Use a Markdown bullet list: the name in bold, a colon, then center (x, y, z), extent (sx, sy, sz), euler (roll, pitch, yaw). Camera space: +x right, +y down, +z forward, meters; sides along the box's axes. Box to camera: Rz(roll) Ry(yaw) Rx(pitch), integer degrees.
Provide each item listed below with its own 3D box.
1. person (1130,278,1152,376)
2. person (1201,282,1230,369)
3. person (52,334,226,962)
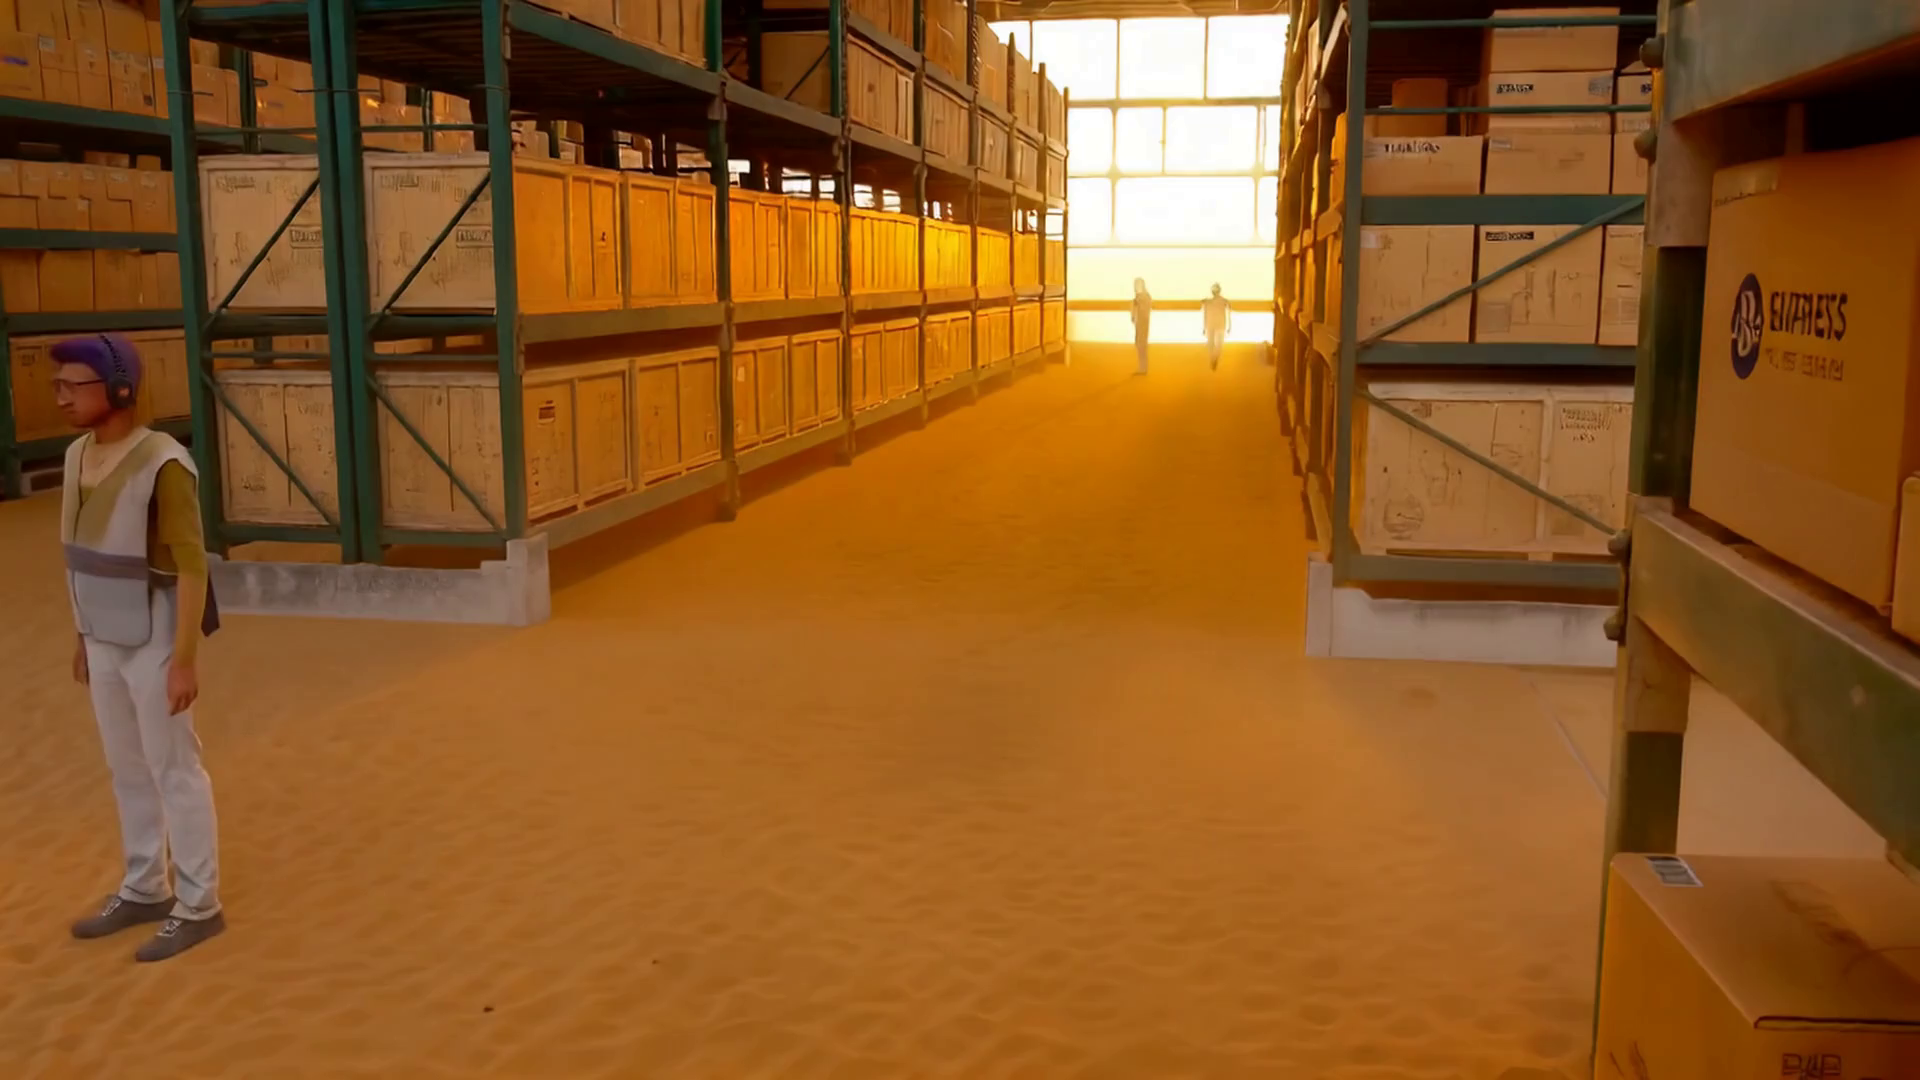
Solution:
- **person**: center (3.524, -4.172, 32.578), extent (0.406, 1.911, 0.639), euler (3, 10, 16)
- **person**: center (5.307, -4.445, 34.561), extent (0.600, 1.814, 0.582), euler (3, 10, 18)
- **person**: center (-2.432, 0.312, 4.952), extent (0.567, 1.844, 0.375), euler (6, 11, 33)
